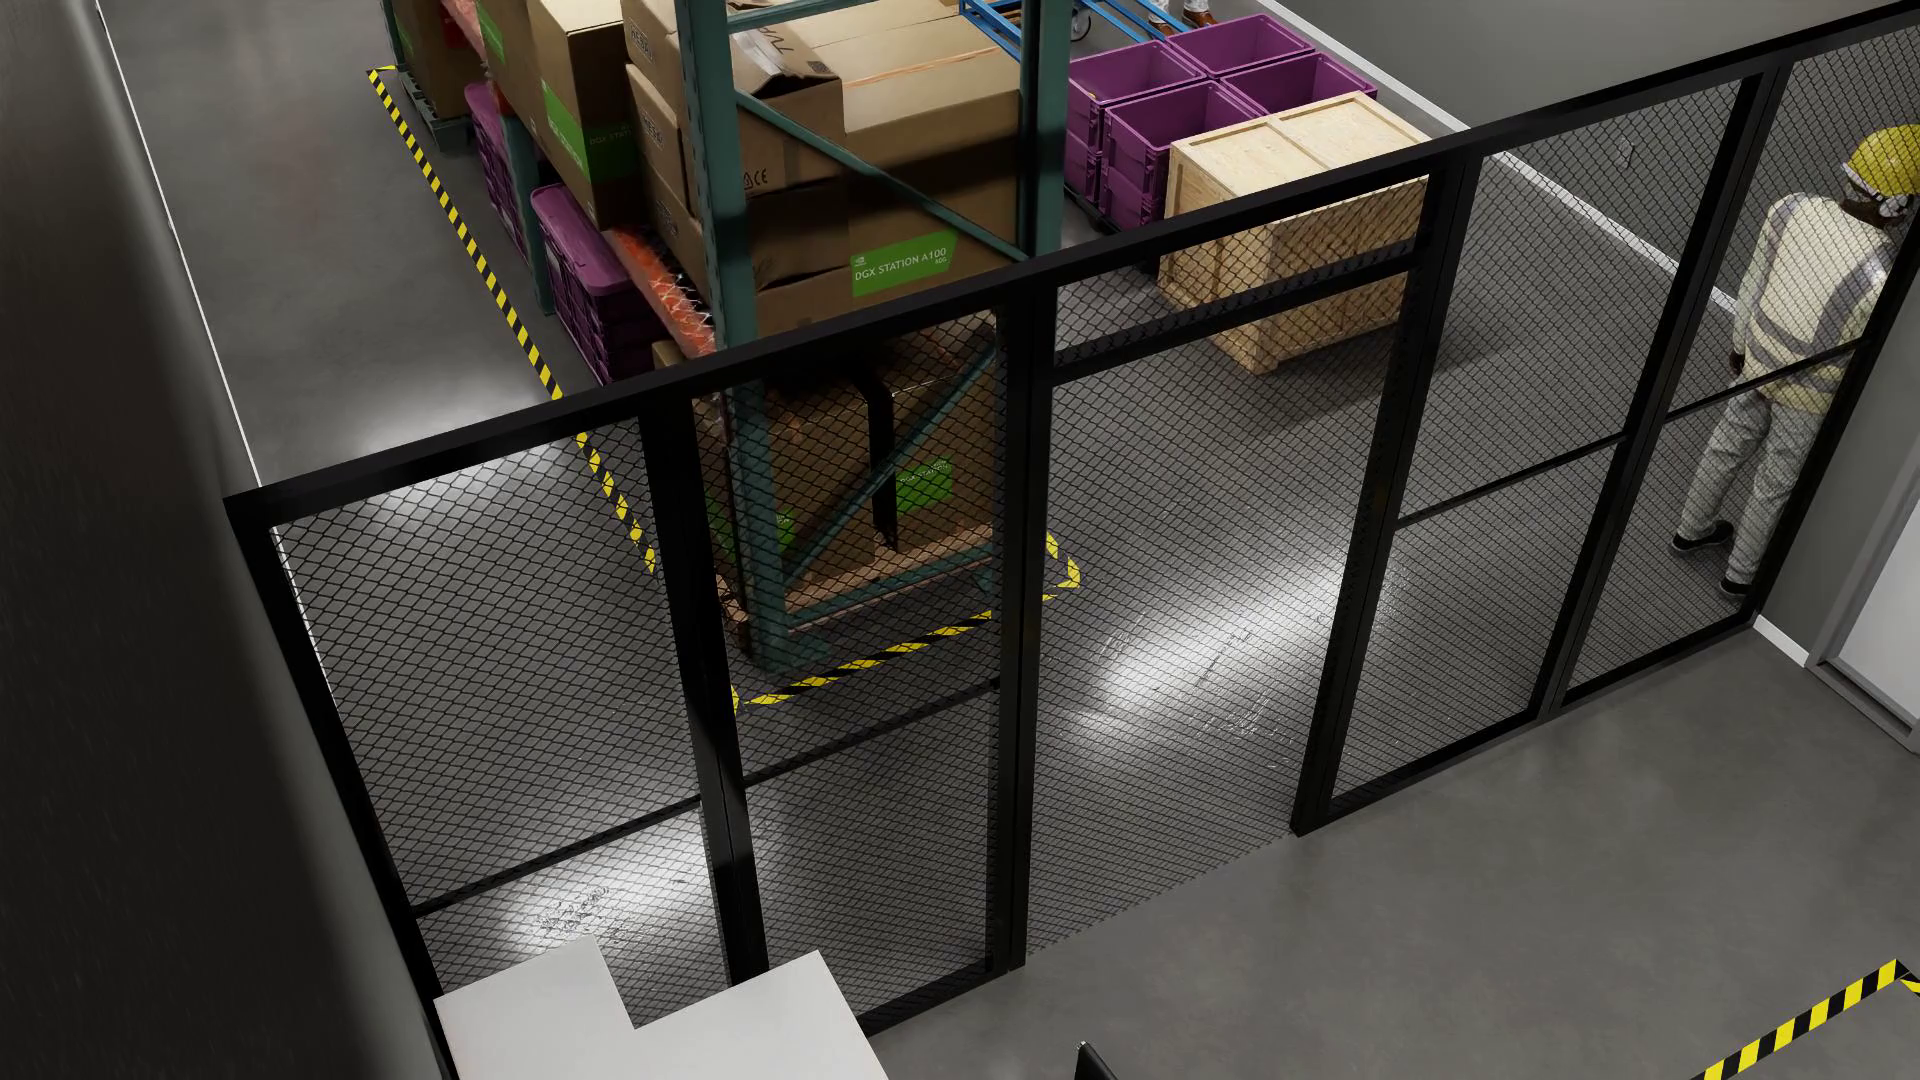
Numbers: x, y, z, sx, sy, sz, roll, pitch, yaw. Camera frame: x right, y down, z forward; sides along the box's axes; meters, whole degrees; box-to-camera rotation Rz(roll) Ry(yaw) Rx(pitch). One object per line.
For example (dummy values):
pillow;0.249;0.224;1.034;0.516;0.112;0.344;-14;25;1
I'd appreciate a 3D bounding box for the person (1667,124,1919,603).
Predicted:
person;2.865;-0.572;5.648;0.404;1.831;0.600;-15;44;-15

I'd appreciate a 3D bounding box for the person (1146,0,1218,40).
person;1.279;-3.622;8.907;0.638;1.938;0.356;-22;47;-22
